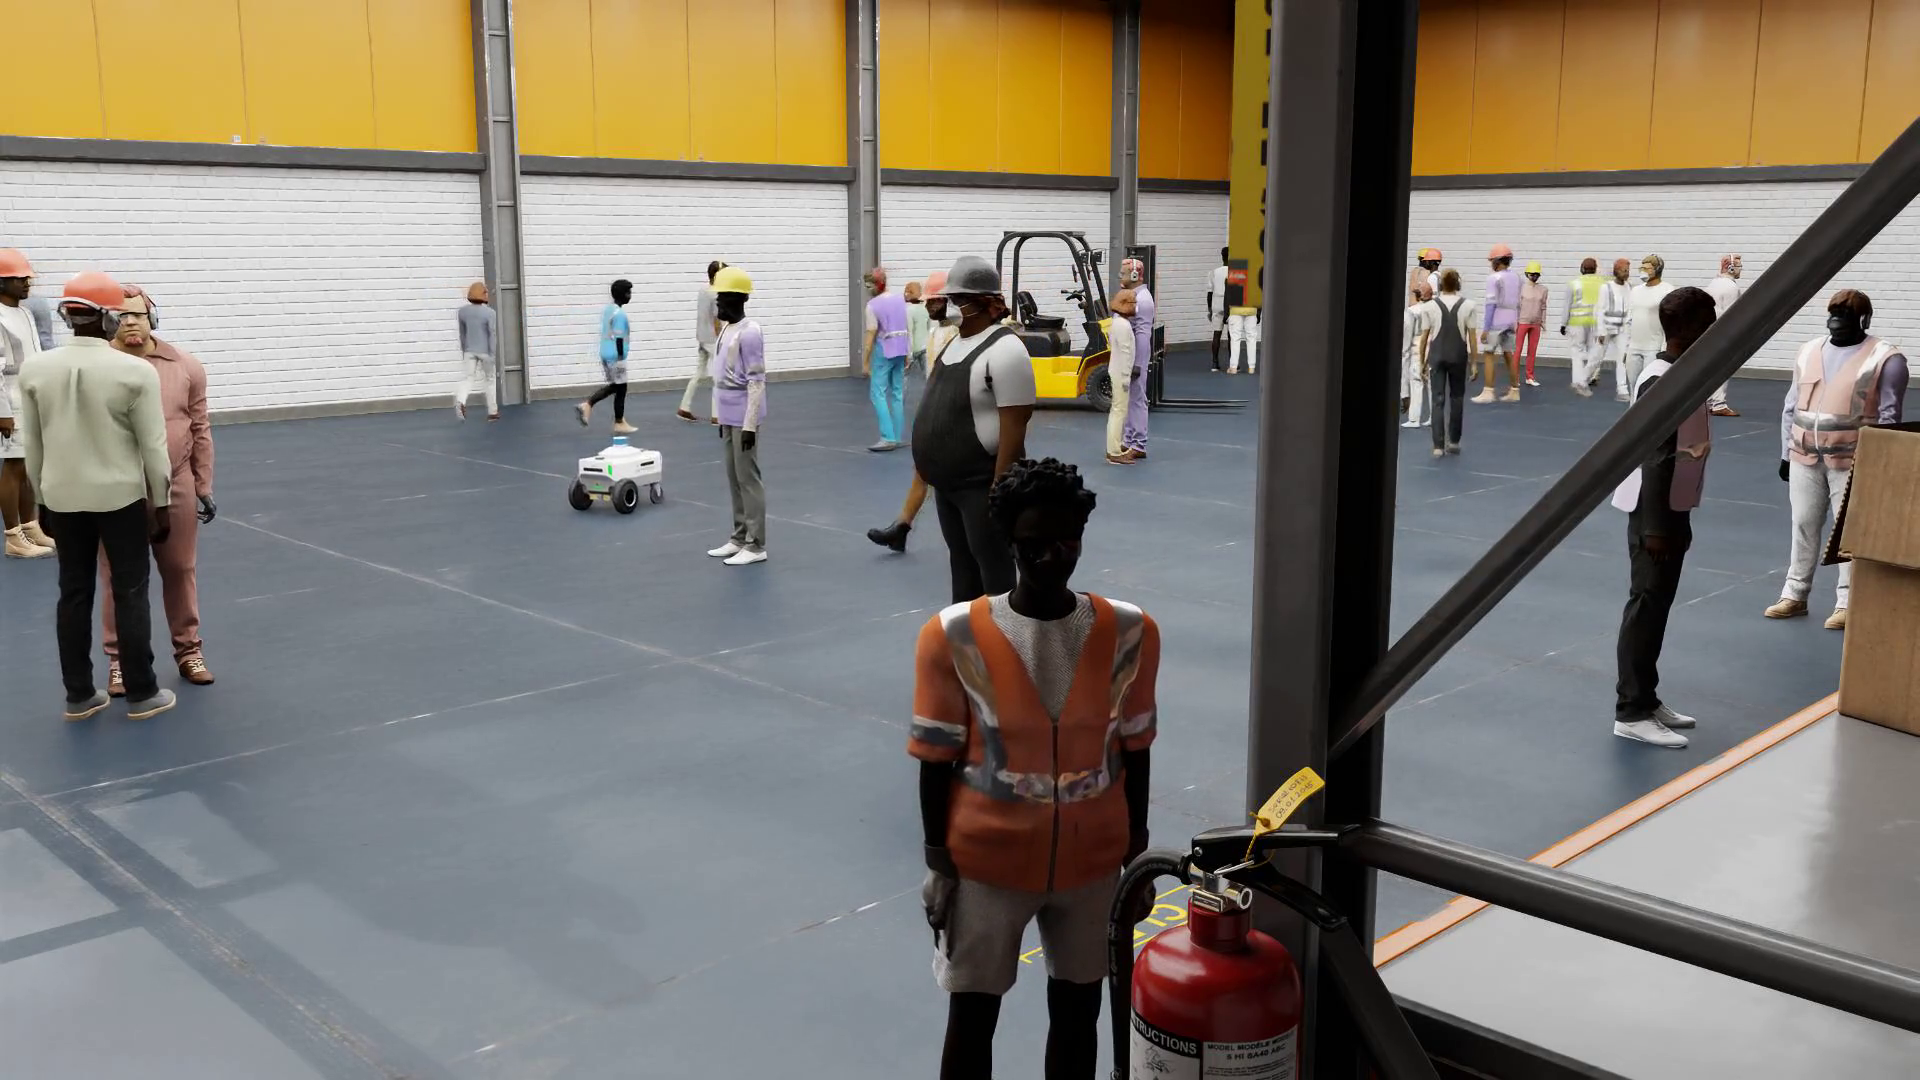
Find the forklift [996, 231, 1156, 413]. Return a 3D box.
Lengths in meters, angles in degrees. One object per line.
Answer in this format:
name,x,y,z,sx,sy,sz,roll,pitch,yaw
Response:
forklift,1.222,-2.721,20.561,2.313,2.155,1.214,2,11,13

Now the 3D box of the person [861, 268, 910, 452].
person,-0.705,-1.780,16.494,0.385,1.810,0.671,8,13,37

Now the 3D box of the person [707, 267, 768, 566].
person,-1.454,-0.801,10.821,0.370,1.927,0.604,-5,11,-24

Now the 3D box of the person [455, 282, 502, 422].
person,-5.517,-2.140,18.984,0.502,1.610,0.718,2,11,11

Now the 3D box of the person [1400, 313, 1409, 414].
person,3.215,-1.169,13.047,0.590,1.857,0.483,3,11,16

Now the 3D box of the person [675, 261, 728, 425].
person,-2.885,-2.218,18.802,0.534,1.842,0.768,-6,12,-32

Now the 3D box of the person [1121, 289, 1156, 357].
person,3.071,-4.052,28.743,0.685,1.868,0.861,10,15,44

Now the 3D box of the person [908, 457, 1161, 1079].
person,0.160,0.666,3.450,0.536,1.696,0.322,-2,11,-12

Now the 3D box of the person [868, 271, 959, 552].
person,-0.135,-0.841,11.149,0.985,1.883,0.549,-7,13,-34

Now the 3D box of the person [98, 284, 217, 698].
person,-3.817,-0.234,7.785,0.641,1.908,0.407,-7,13,-34

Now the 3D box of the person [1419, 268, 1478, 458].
person,4.748,-1.724,16.175,0.551,1.805,0.902,3,11,15

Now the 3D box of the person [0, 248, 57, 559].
person,-6.231,-0.899,11.041,0.371,2.044,0.608,-1,10,-7

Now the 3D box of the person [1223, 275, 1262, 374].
person,4.365,-3.486,25.720,0.621,1.837,0.429,-1,10,-4

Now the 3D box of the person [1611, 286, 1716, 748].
person,2.982,-0.107,7.057,0.391,1.920,0.587,6,12,30

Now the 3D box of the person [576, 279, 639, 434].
person,-3.766,-1.952,17.784,0.595,1.669,0.567,-5,11,-24

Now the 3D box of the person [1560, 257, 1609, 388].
person,8.733,-3.017,23.192,0.667,1.824,0.434,0,10,3

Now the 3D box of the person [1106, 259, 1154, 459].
person,1.630,-1.733,15.962,0.408,1.908,0.641,-1,10,-8

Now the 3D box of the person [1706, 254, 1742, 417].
person,9.077,-2.422,19.717,0.409,1.906,0.651,0,10,2

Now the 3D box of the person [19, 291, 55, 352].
person,-8.207,-1.478,14.529,0.632,1.920,0.447,4,11,23

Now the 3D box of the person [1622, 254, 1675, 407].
person,6.984,-1.921,16.899,0.372,1.940,0.630,-4,11,-22

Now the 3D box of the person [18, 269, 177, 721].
person,-3.775,-0.189,7.338,0.624,1.985,0.419,-1,10,-3

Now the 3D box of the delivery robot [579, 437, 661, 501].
delivery robot,-2.655,-0.563,13.013,0.477,0.478,0.707,5,11,24

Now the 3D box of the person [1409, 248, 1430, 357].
person,7.656,-3.877,27.618,0.381,1.919,0.584,-2,11,-9

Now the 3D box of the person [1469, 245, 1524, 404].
person,6.845,-2.732,21.187,0.720,2.015,0.478,-6,12,-30

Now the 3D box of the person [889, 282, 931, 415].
person,-0.466,-2.242,19.594,0.841,1.593,0.507,7,13,35

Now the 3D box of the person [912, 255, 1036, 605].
person,0.033,-0.347,8.034,0.535,2.000,0.674,-5,12,-26

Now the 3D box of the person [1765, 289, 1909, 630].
person,4.772,-0.441,9.087,0.429,1.846,0.625,-7,13,-34

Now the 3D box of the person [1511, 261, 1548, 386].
person,8.078,-3.059,23.574,0.526,1.768,0.331,-2,11,-10

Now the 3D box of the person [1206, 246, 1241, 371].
person,4.169,-3.620,26.087,0.611,1.962,0.364,6,12,30

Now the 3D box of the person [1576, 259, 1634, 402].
person,8.426,-2.737,21.632,0.587,1.845,0.954,-4,11,-20

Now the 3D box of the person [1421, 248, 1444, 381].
person,6.922,-3.306,24.454,0.354,1.939,0.545,5,12,25

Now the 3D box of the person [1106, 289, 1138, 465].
person,1.525,-1.528,15.587,0.266,1.631,0.507,0,10,0

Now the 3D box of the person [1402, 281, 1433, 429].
person,5.136,-2.051,18.467,0.515,1.630,0.322,-5,12,-26
